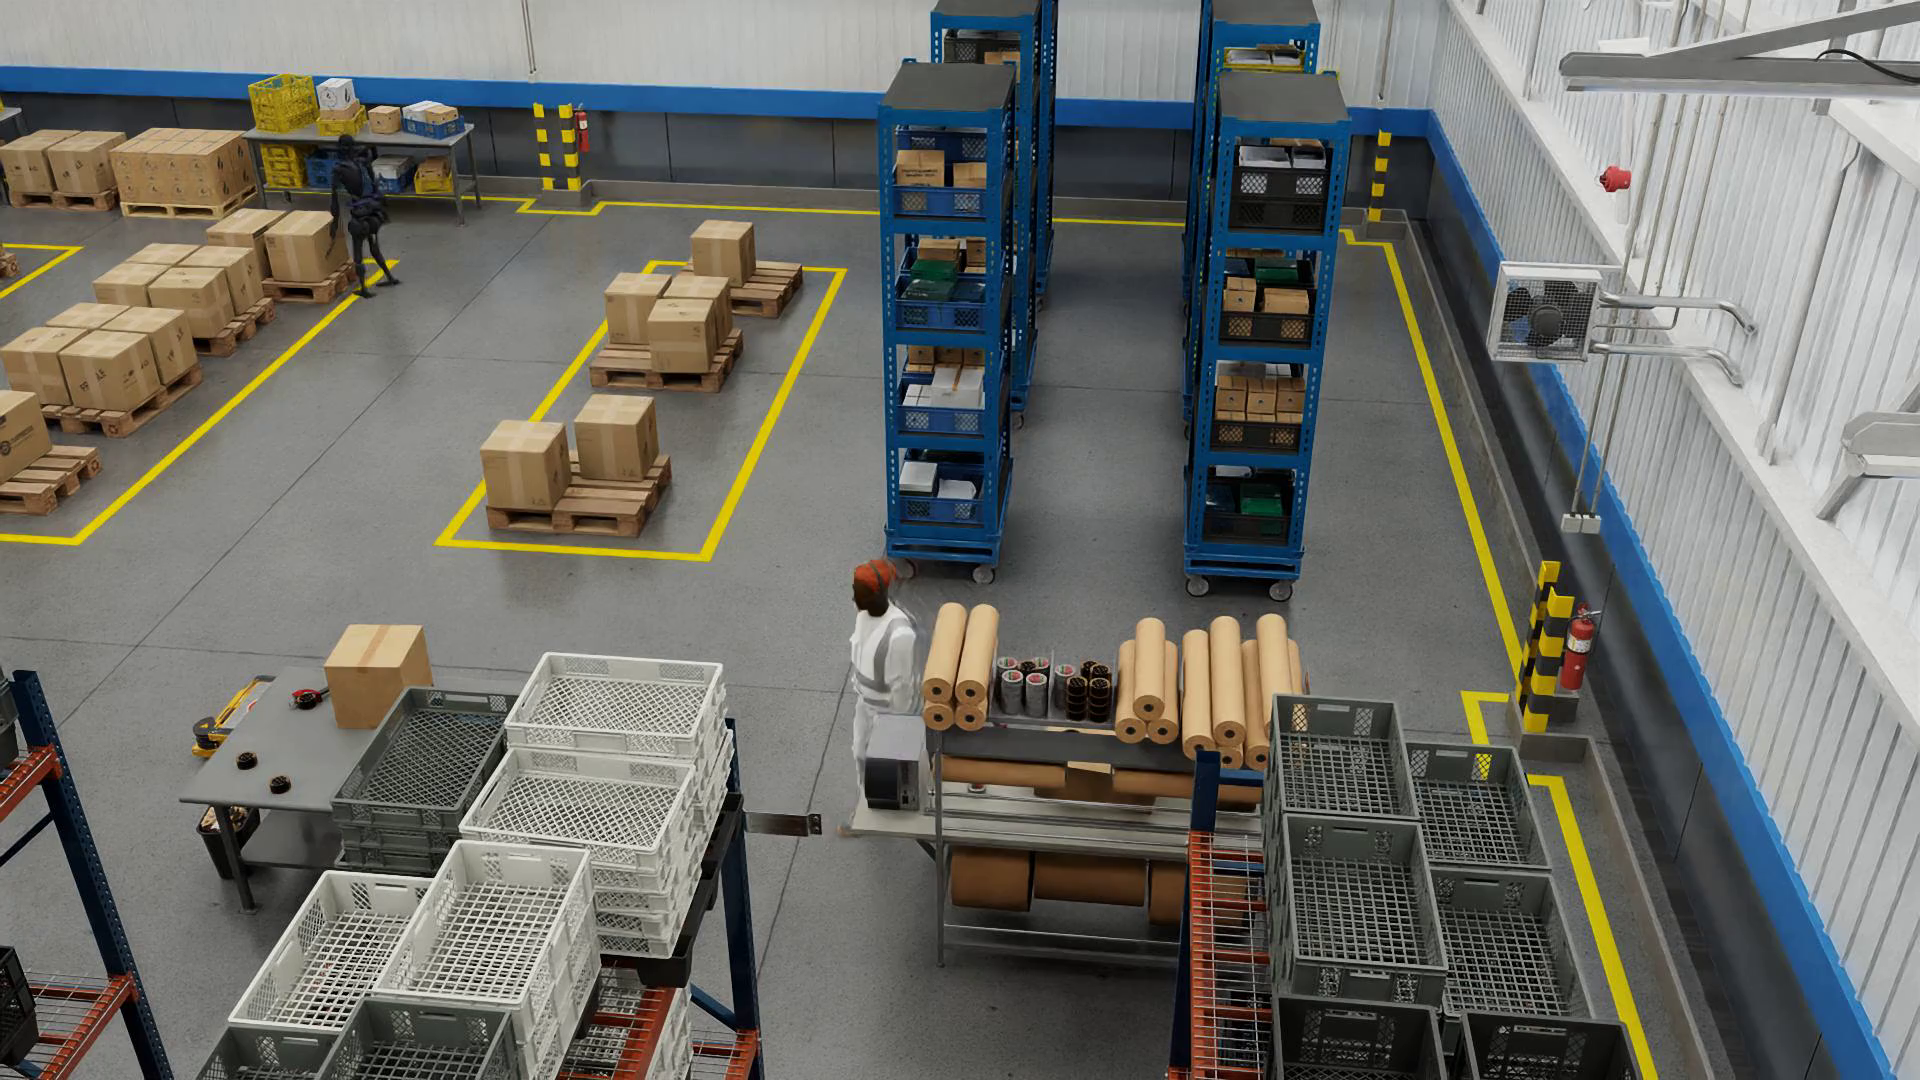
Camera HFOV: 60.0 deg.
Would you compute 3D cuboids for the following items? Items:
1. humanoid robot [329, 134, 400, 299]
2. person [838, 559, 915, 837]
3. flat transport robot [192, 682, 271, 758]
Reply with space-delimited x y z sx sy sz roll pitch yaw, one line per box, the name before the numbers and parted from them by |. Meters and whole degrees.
humanoid robot | -6.150 -3.332 17.010 0.396 1.637 0.674 12 32 19
person | -0.395 0.903 9.534 0.615 1.867 0.589 -17 34 -27
flat transport robot | -4.089 1.163 10.648 1.431 0.197 0.652 3 30 6
